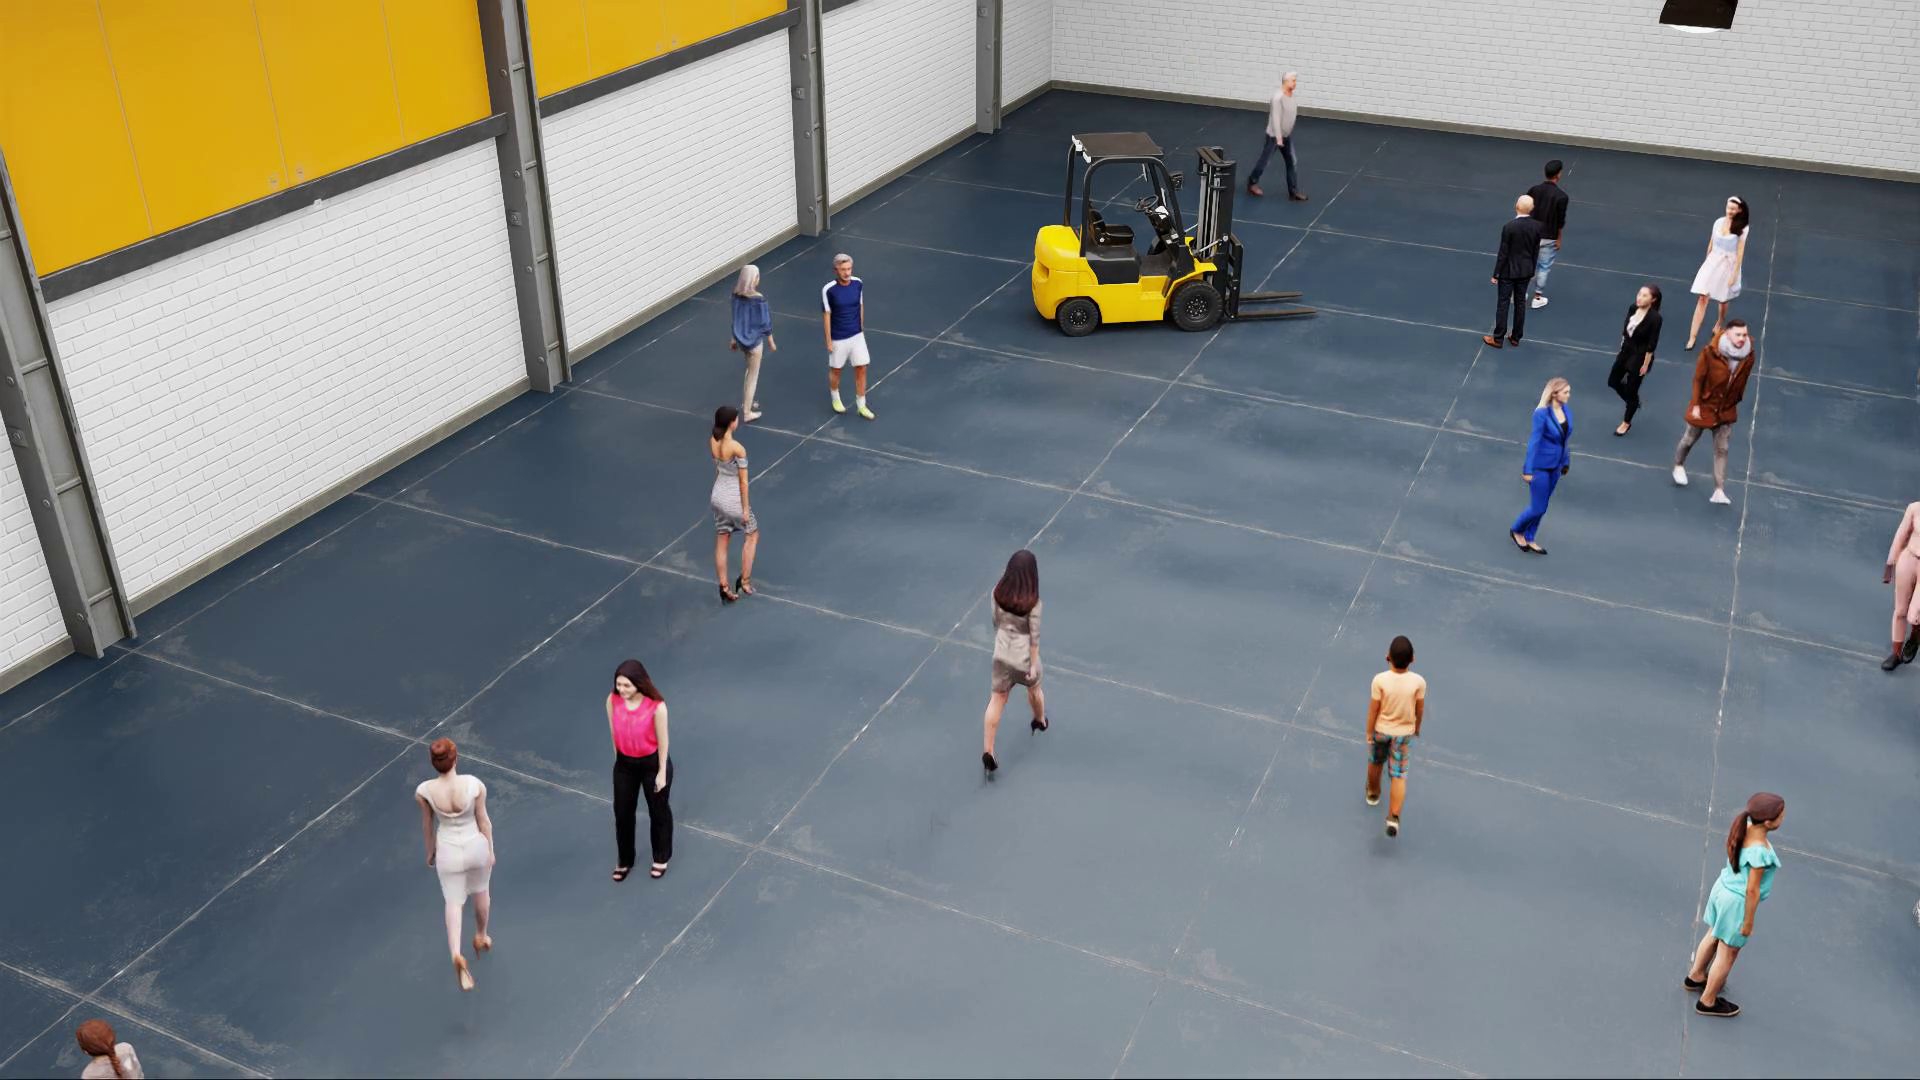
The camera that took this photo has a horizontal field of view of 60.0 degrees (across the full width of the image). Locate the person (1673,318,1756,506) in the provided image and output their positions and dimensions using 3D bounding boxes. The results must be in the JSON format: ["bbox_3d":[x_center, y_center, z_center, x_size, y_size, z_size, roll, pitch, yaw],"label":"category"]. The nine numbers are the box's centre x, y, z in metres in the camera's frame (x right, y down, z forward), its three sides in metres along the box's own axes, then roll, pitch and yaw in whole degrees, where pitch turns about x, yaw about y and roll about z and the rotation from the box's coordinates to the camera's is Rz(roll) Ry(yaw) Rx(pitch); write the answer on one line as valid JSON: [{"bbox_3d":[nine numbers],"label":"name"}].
[{"bbox_3d":[7.152,-1.280,15.910,0.990,1.787,1.223,1,29,2],"label":"person"}]

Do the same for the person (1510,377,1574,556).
[{"bbox_3d":[5.160,-0.678,14.904,0.671,1.693,0.798,-20,34,-32],"label":"person"}]

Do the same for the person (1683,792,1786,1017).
[{"bbox_3d":[4.608,2.141,9.878,0.673,1.557,0.560,1,29,2],"label":"person"}]

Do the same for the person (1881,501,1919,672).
[{"bbox_3d":[7.651,0.249,13.184,0.811,1.713,0.775,-20,35,-32],"label":"person"}]

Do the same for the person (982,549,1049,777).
[{"bbox_3d":[0.346,0.914,11.980,0.669,1.697,1.129,16,32,26],"label":"person"}]

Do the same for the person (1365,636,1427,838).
[{"bbox_3d":[2.991,1.358,11.438,0.655,1.438,0.976,6,29,11],"label":"person"}]

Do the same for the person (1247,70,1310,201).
[{"bbox_3d":[4.575,-5.885,24.274,1.277,1.861,1.100,-25,37,-37],"label":"person"}]

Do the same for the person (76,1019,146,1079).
[{"bbox_3d":[-4.388,2.977,8.724,0.553,1.194,0.422,15,32,25],"label":"person"}]

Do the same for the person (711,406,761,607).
[{"bbox_3d":[-1.995,-0.251,13.997,0.689,1.811,0.703,19,34,31],"label":"person"}]

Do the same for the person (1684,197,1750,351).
[{"bbox_3d":[8.841,-3.080,19.237,0.888,1.760,1.243,25,38,38],"label":"person"}]

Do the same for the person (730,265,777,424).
[{"bbox_3d":[-2.254,-2.013,17.367,0.692,1.677,0.730,22,35,34],"label":"person"}]

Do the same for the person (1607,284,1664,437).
[{"bbox_3d":[7.012,-1.864,17.127,0.838,1.646,0.778,-11,31,-19],"label":"person"}]

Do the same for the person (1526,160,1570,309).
[{"bbox_3d":[7.148,-3.760,20.434,0.738,1.807,0.772,-24,36,-36],"label":"person"}]

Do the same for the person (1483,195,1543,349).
[{"bbox_3d":[6.422,-3.105,19.242,0.762,1.800,0.787,-5,29,-9],"label":"person"}]

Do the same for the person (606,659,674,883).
[{"bbox_3d":[-2.069,1.484,10.981,0.653,1.655,0.677,6,29,12],"label":"person"}]

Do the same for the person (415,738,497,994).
[{"bbox_3d":[-3.004,1.961,9.981,0.884,1.775,1.041,-3,29,-5],"label":"person"}]

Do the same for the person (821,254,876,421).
[{"bbox_3d":[-1.259,-2.186,17.547,0.971,1.809,0.991,-15,32,-26],"label":"person"}]
